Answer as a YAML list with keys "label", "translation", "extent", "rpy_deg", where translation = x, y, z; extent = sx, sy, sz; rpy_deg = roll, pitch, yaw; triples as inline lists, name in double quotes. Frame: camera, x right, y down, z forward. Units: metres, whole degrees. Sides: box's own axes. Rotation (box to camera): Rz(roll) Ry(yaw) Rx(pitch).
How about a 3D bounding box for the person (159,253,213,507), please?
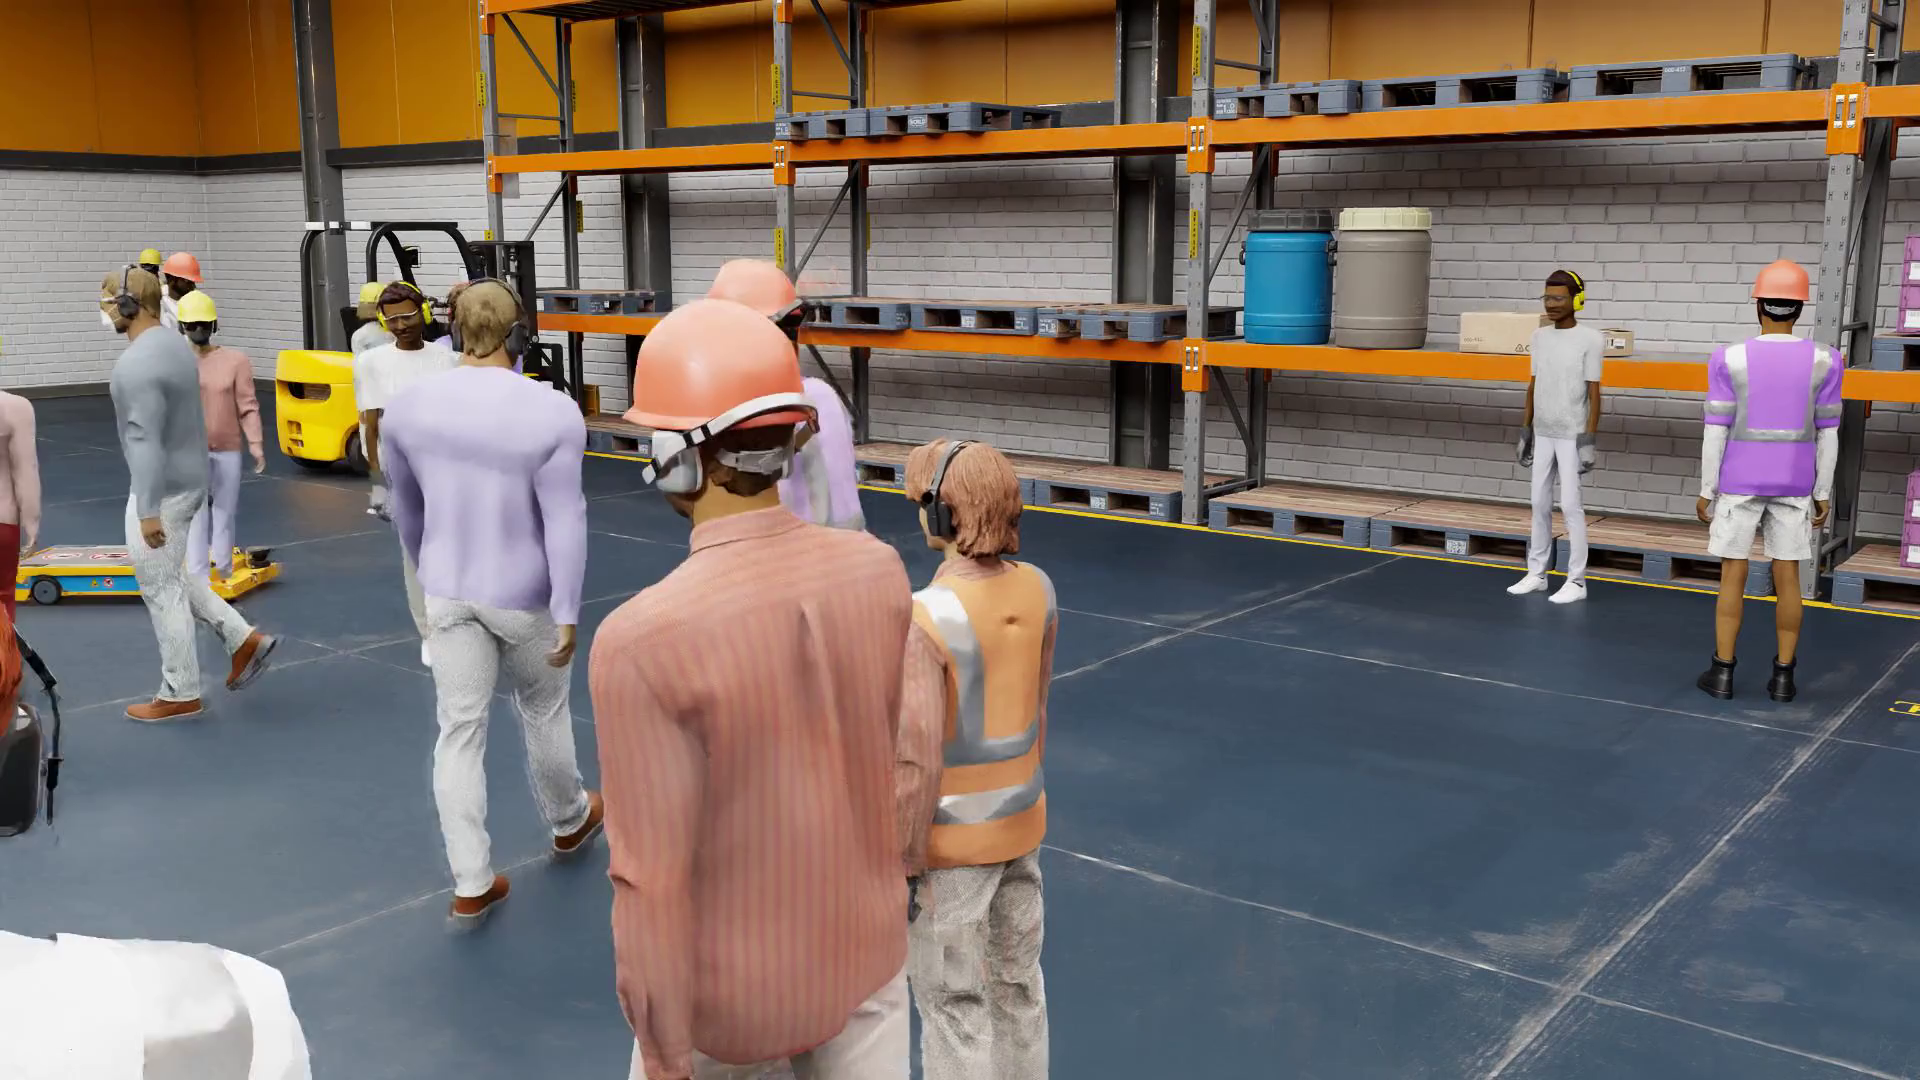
- label: "person"
  translation: [-5.782, -1.172, 12.435]
  extent: [0.375, 1.928, 0.542]
  rpy_deg: [2, 10, 9]

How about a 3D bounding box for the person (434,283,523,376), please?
- label: "person"
  translation: [-2.597, -0.470, 8.883]
  extent: [0.665, 1.808, 0.596]
  rpy_deg: [10, 14, 44]

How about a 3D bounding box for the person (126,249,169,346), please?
- label: "person"
  translation: [-8.695, -2.172, 17.980]
  extent: [0.589, 1.927, 0.388]
  rpy_deg: [-2, 10, -11]

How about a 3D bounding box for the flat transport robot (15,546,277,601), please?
- label: "flat transport robot"
  translation: [-4.763, 0.181, 9.532]
  extent: [1.431, 0.197, 0.652]
  rpy_deg: [0, 10, -2]

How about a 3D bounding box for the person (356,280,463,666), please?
- label: "person"
  translation: [-2.520, -0.289, 7.801]
  extent: [0.524, 1.835, 0.588]
  rpy_deg: [-5, 11, -25]

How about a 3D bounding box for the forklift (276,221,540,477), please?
- label: "forklift"
  translation: [-4.922, -1.741, 14.854]
  extent: [1.214, 2.155, 2.313]
  rpy_deg: [8, 13, 38]

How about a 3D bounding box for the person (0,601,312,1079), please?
- label: "person"
  translation: [-0.726, 0.908, 1.203]
  extent: [0.573, 1.834, 1.020]
  rpy_deg: [-9, 14, -42]

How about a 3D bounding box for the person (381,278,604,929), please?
- label: "person"
  translation: [-1.401, 0.157, 5.130]
  extent: [0.635, 1.903, 0.877]
  rpy_deg: [0, 10, 2]

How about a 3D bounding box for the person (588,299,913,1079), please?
- label: "person"
  translation: [-0.254, 0.624, 2.466]
  extent: [1.037, 1.952, 0.627]
  rpy_deg: [10, 14, 44]

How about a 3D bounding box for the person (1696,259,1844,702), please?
- label: "person"
  translation: [3.530, -0.250, 7.303]
  extent: [0.552, 1.937, 0.356]
  rpy_deg: [3, 11, 14]

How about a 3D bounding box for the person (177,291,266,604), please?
- label: "person"
  translation: [-4.084, -0.476, 9.100]
  extent: [0.527, 1.746, 0.658]
  rpy_deg: [-8, 13, -37]

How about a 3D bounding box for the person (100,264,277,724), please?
- label: "person"
  translation: [-3.293, -0.187, 6.999]
  extent: [0.527, 1.922, 0.688]
  rpy_deg: [-2, 10, -10]

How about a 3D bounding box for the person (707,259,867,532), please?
- label: "person"
  translation: [-0.361, 0.198, 4.756]
  extent: [0.897, 1.988, 0.631]
  rpy_deg: [2, 10, 10]

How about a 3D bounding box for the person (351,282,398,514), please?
- label: "person"
  translation: [-4.143, -0.999, 12.050]
  extent: [0.636, 1.726, 0.490]
  rpy_deg: [6, 12, 32]

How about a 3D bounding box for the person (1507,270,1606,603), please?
- label: "person"
  translation: [3.362, -0.577, 9.342]
  extent: [0.318, 1.860, 0.511]
  rpy_deg: [-6, 12, -29]

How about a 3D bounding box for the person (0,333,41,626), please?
- label: "person"
  translation: [-4.197, -0.097, 7.095]
  extent: [0.517, 1.703, 0.929]
  rpy_deg: [-5, 11, -27]

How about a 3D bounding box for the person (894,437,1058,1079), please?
- label: "person"
  translation: [0.018, 0.612, 3.352]
  extent: [0.306, 1.639, 0.523]
  rpy_deg: [7, 12, 33]
